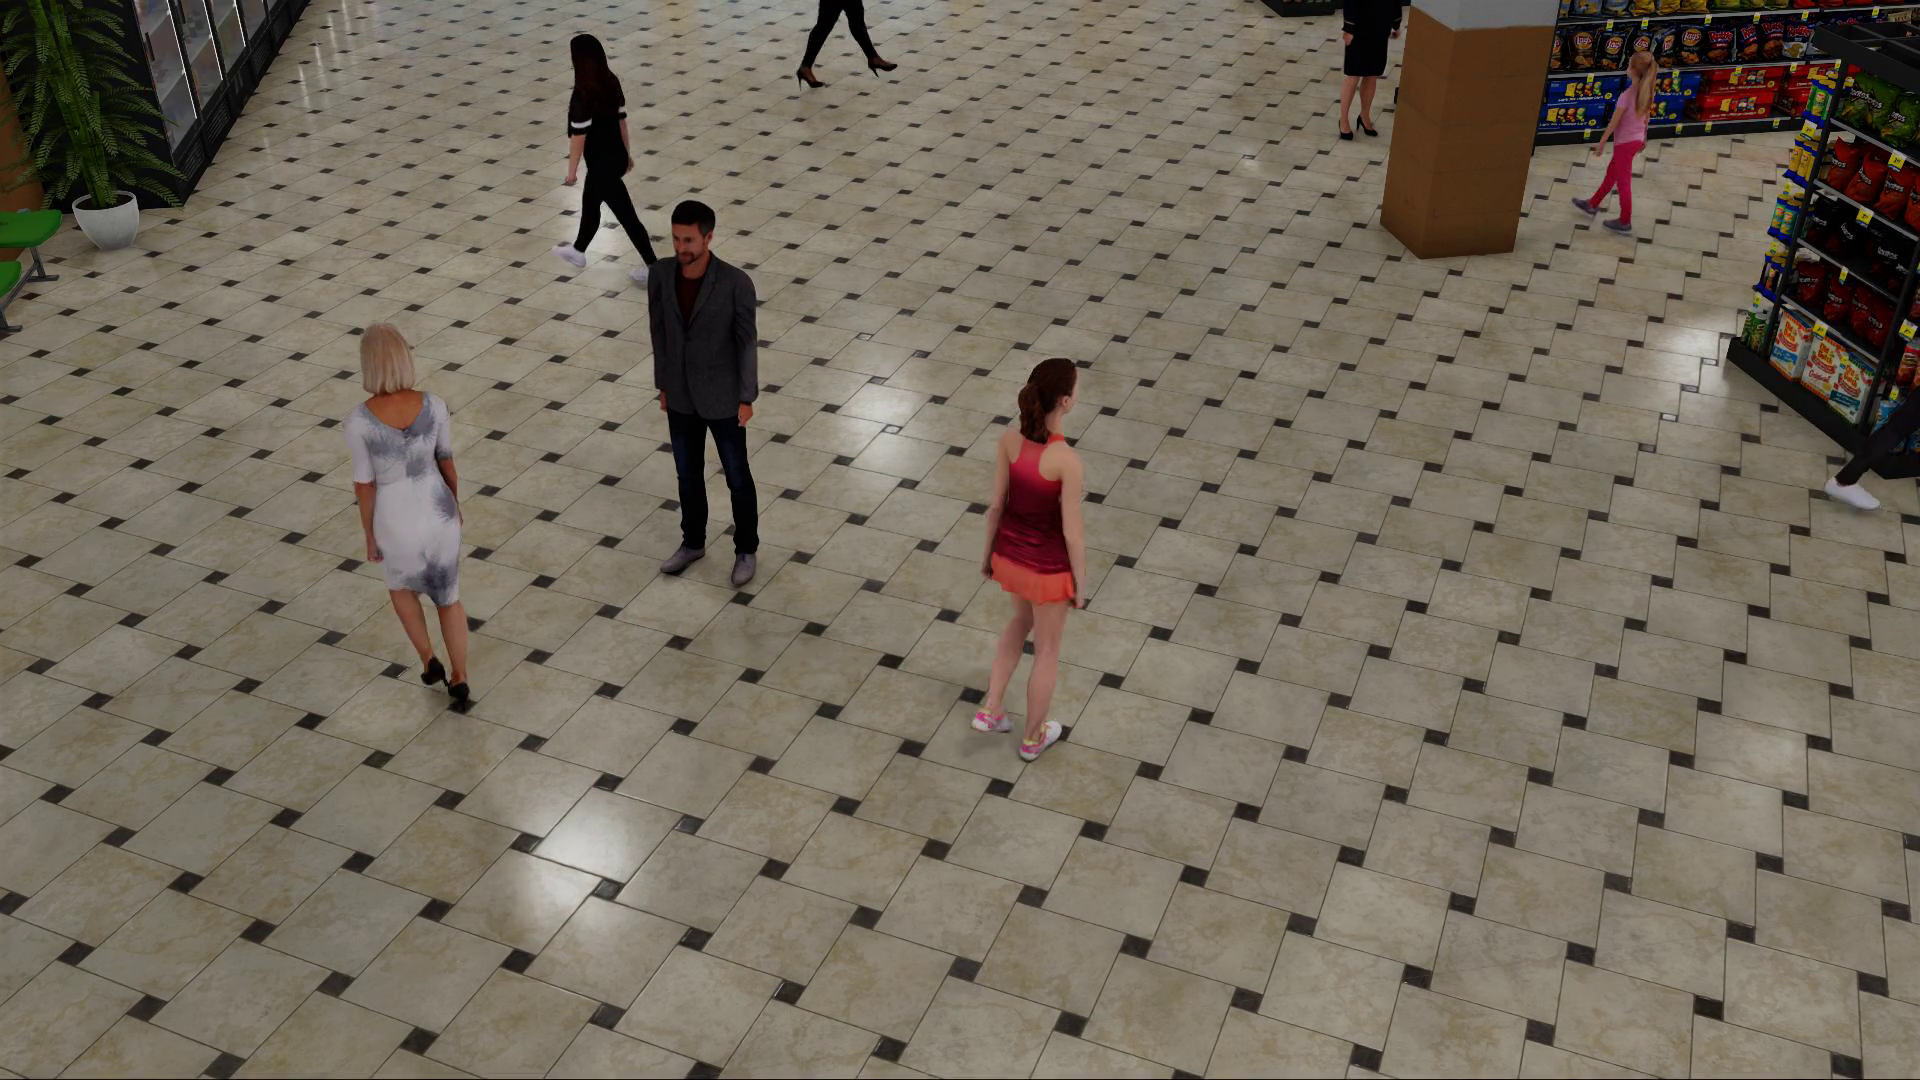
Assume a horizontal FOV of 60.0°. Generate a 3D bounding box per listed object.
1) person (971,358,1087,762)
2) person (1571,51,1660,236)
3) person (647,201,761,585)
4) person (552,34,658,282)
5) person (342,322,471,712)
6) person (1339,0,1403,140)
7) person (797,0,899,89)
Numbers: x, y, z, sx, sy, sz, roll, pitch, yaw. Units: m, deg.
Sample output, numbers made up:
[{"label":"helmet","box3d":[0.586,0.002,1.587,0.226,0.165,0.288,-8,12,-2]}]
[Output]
[{"label":"person","box3d":[0.237,0.137,6.483,0.773,1.731,0.834,25,40,34]},{"label":"person","box3d":[4.692,-2.745,11.565,0.804,1.255,0.777,-22,38,-31]},{"label":"person","box3d":[-1.172,-0.674,7.651,0.708,1.874,0.836,9,33,14]},{"label":"person","box3d":[-2.217,-2.384,10.670,1.171,1.588,0.992,13,34,20]},{"label":"person","box3d":[-2.176,-0.023,6.735,0.647,1.735,0.739,-18,36,-26]},{"label":"person","box3d":[3.275,-4.058,13.281,0.615,1.671,0.788,-10,33,-16]},{"label":"person","box3d":[-1.157,-4.760,14.297,1.124,1.789,0.659,-6,32,-9]}]
